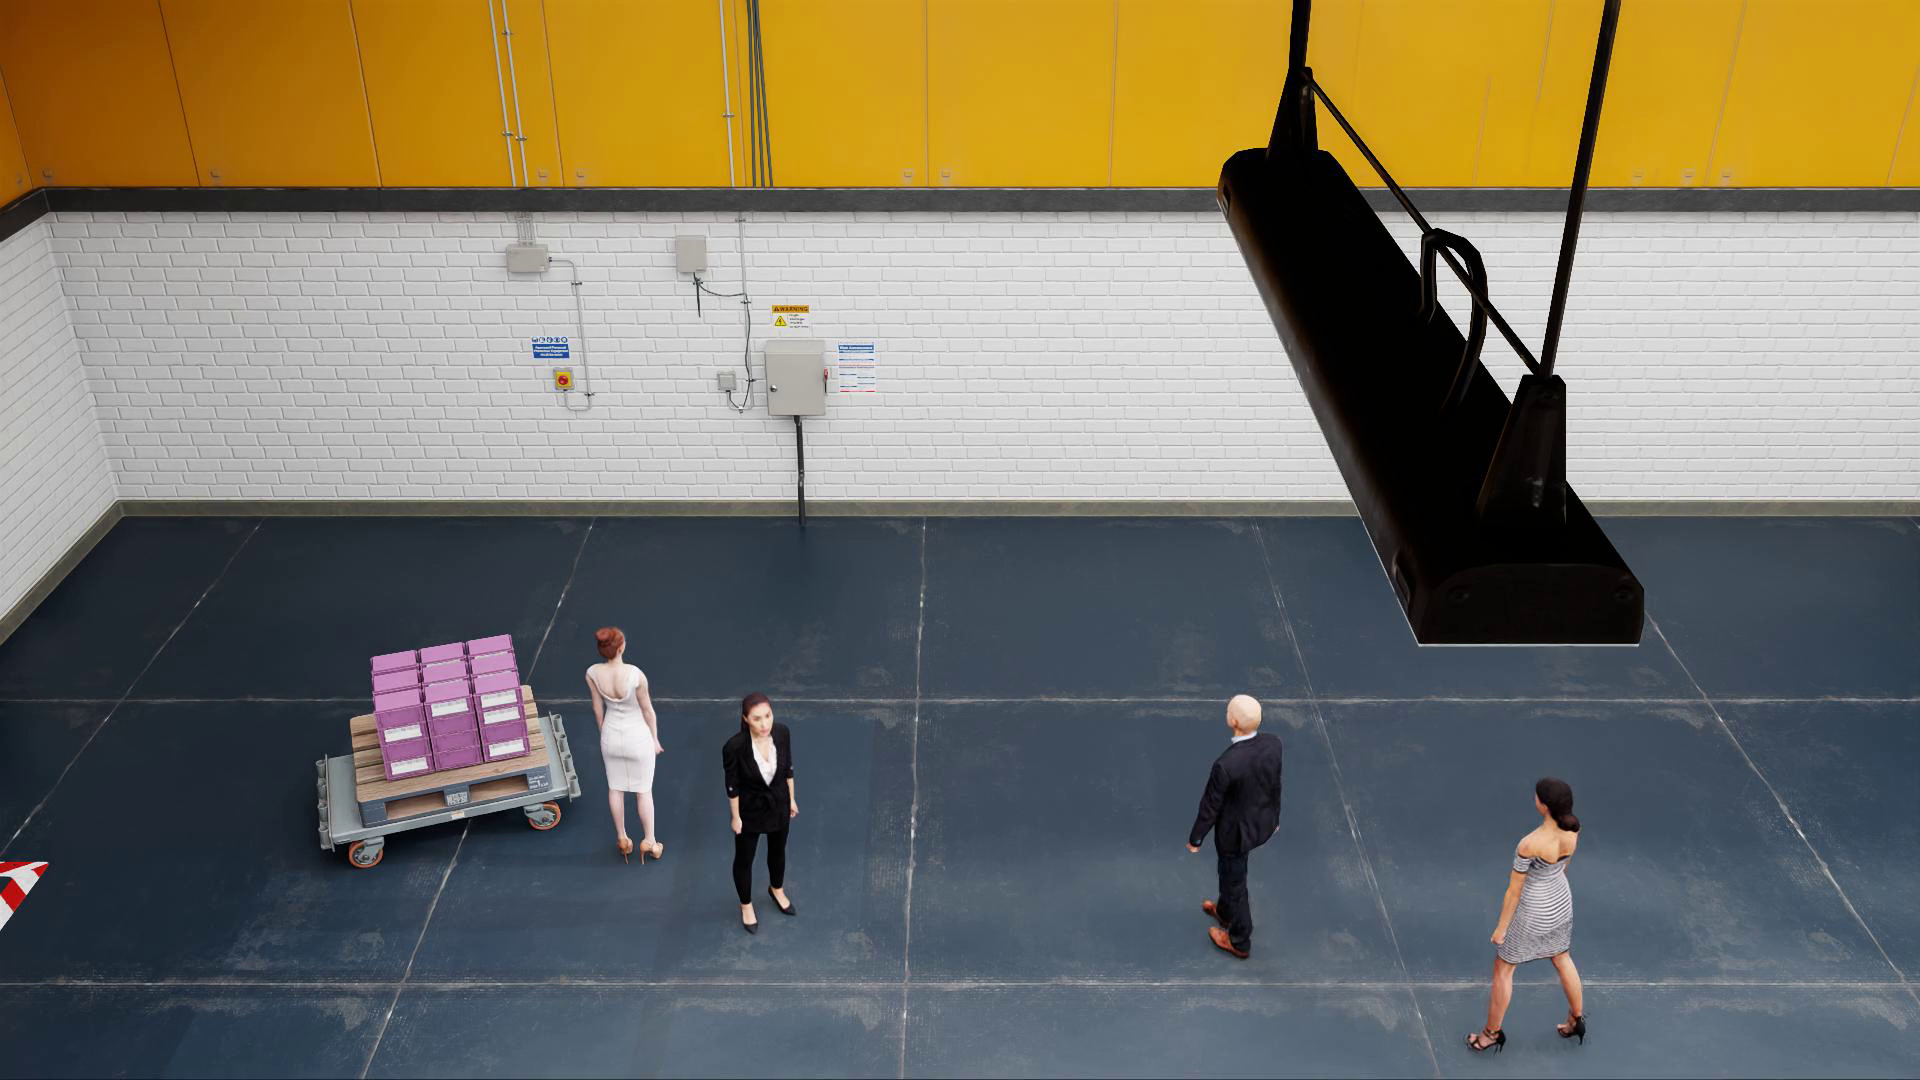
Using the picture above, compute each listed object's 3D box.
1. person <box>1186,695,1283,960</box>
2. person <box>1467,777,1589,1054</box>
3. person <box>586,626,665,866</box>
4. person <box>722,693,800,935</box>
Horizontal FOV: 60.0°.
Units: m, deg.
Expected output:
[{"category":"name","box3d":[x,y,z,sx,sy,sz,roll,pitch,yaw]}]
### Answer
[{"category":"person","box3d":[1.694,1.724,9.711,0.901,1.788,0.950,-21,35,-33]},{"category":"person","box3d":[3.130,2.074,9.053,0.878,1.804,0.863,-15,32,-26]},{"category":"person","box3d":[-2.115,1.290,10.505,0.609,1.790,0.550,6,29,11]},{"category":"person","box3d":[-1.198,1.617,10.041,0.686,1.660,0.709,-17,33,-28]}]
